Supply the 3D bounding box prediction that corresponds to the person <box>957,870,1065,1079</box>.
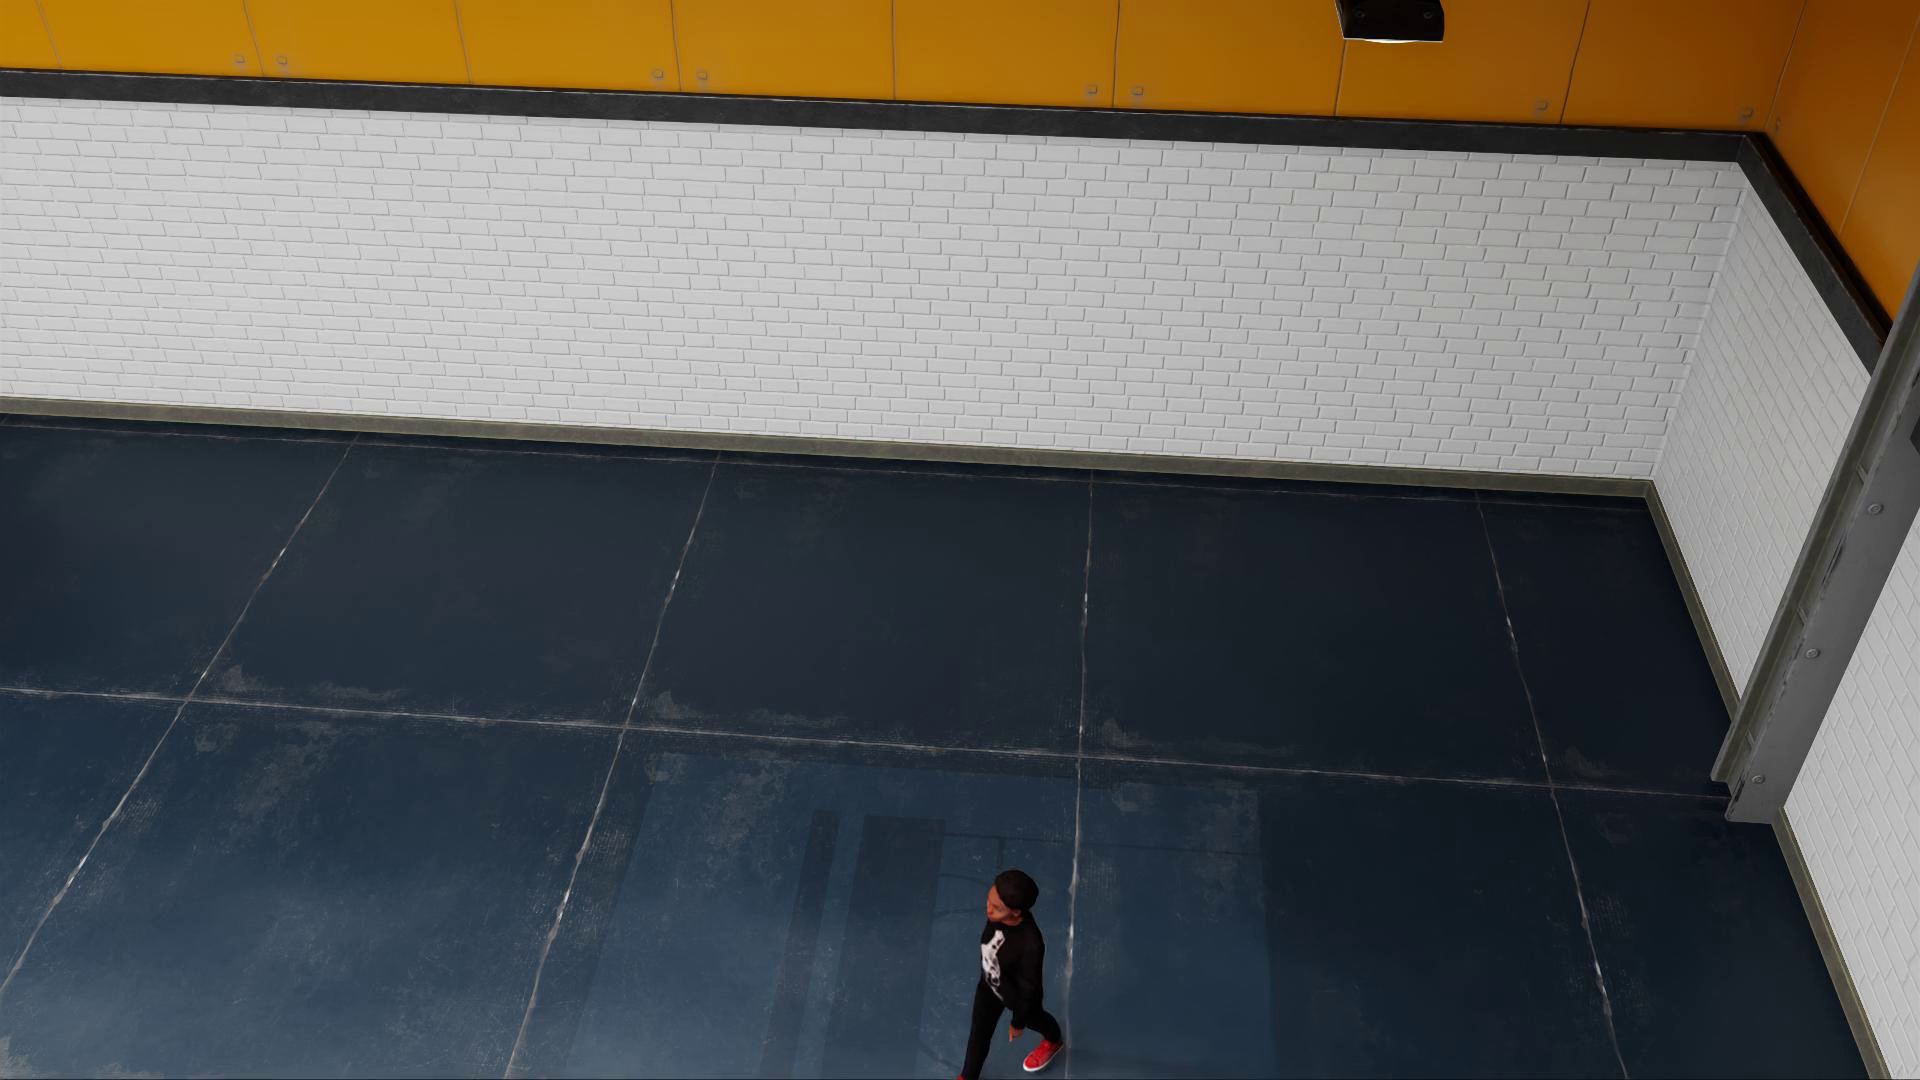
[{"bbox_3d":[0.331,2.233,8.430,1.099,1.636,1.071,-24,45,-27],"label":"person"}]
